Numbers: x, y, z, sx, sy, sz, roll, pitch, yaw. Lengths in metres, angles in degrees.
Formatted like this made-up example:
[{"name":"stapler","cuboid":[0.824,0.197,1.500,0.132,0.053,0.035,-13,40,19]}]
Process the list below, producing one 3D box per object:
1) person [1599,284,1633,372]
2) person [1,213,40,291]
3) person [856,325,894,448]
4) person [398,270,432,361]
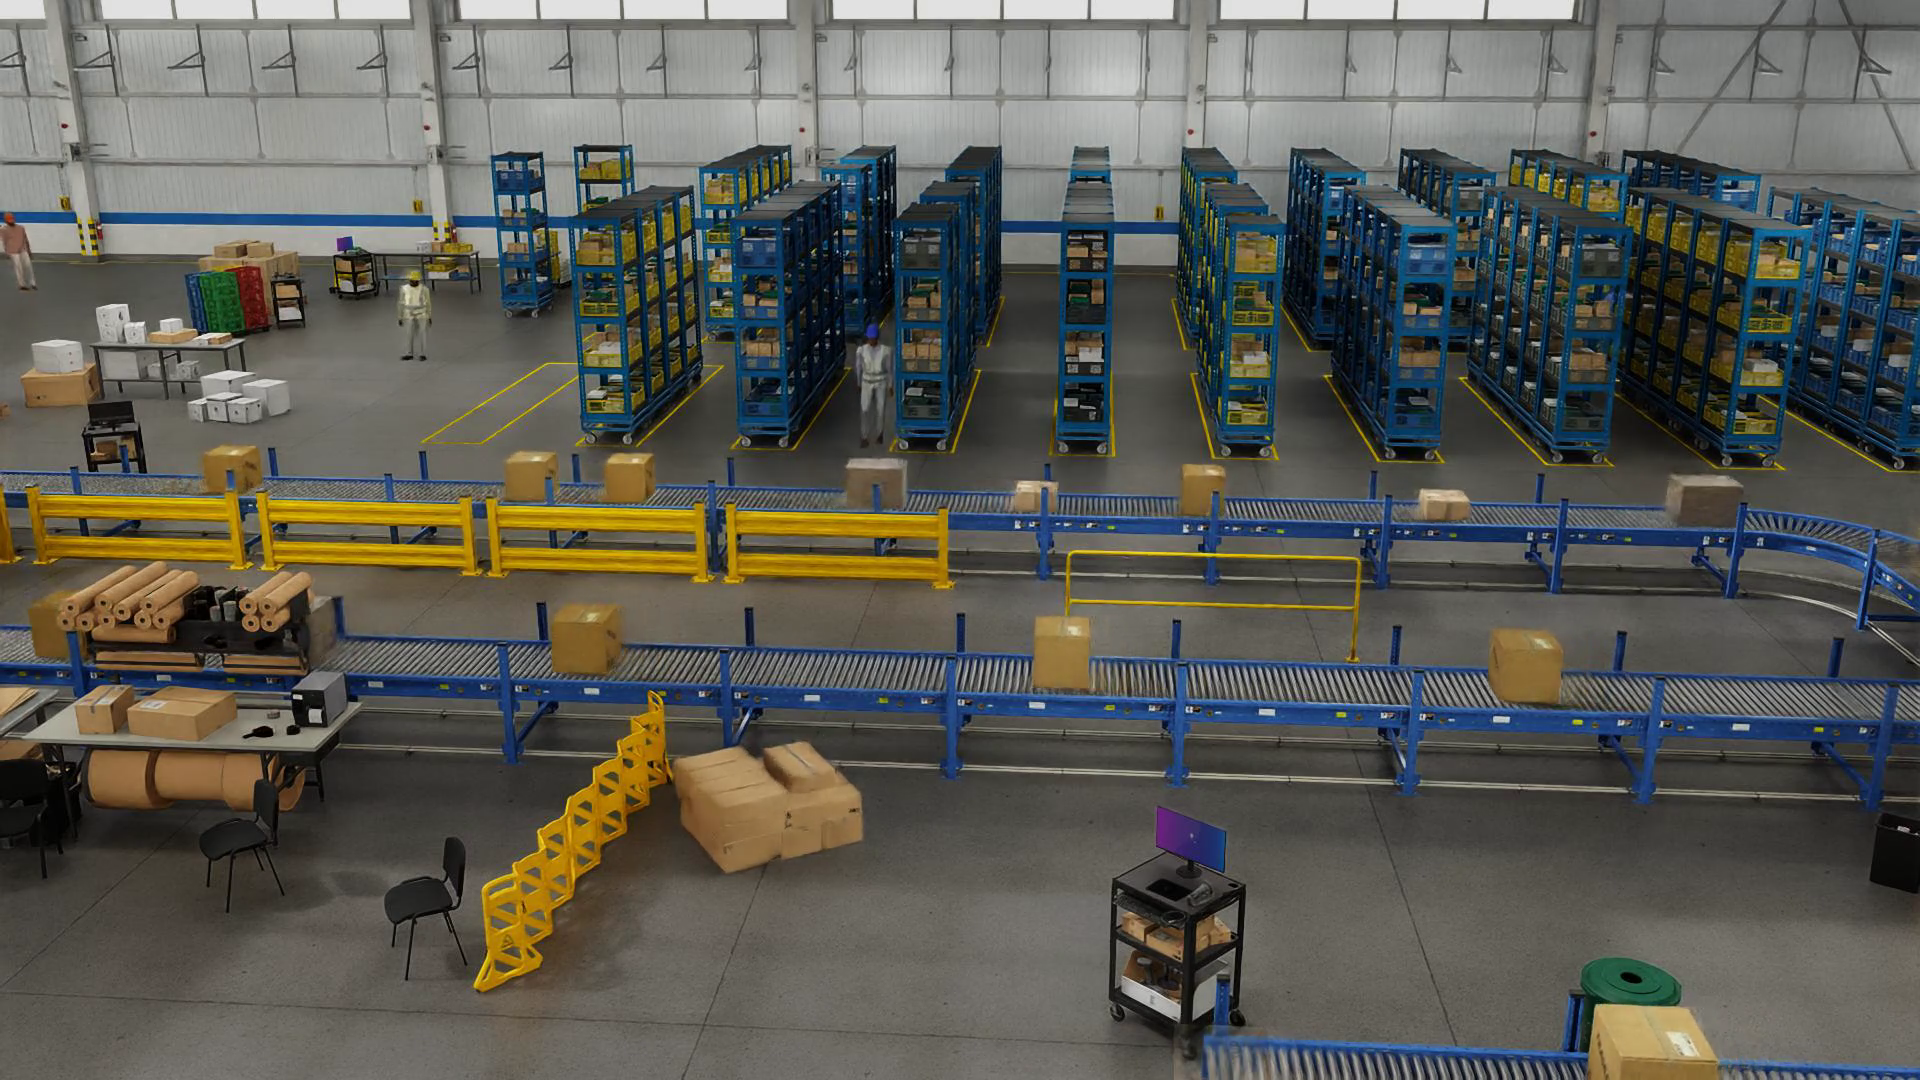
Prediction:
[{"name":"person","cuboid":[12.394,-4.015,31.348,0.665,1.813,0.440,7,19,20]},{"name":"person","cuboid":[-22.987,-7.036,40.699,0.708,1.945,0.698,10,20,29]},{"name":"person","cuboid":[-1.341,-2.395,26.033,0.606,1.916,0.822,1,18,3]},{"name":"person","cuboid":[-10.680,-4.369,32.497,0.720,1.791,0.405,0,17,0]}]
